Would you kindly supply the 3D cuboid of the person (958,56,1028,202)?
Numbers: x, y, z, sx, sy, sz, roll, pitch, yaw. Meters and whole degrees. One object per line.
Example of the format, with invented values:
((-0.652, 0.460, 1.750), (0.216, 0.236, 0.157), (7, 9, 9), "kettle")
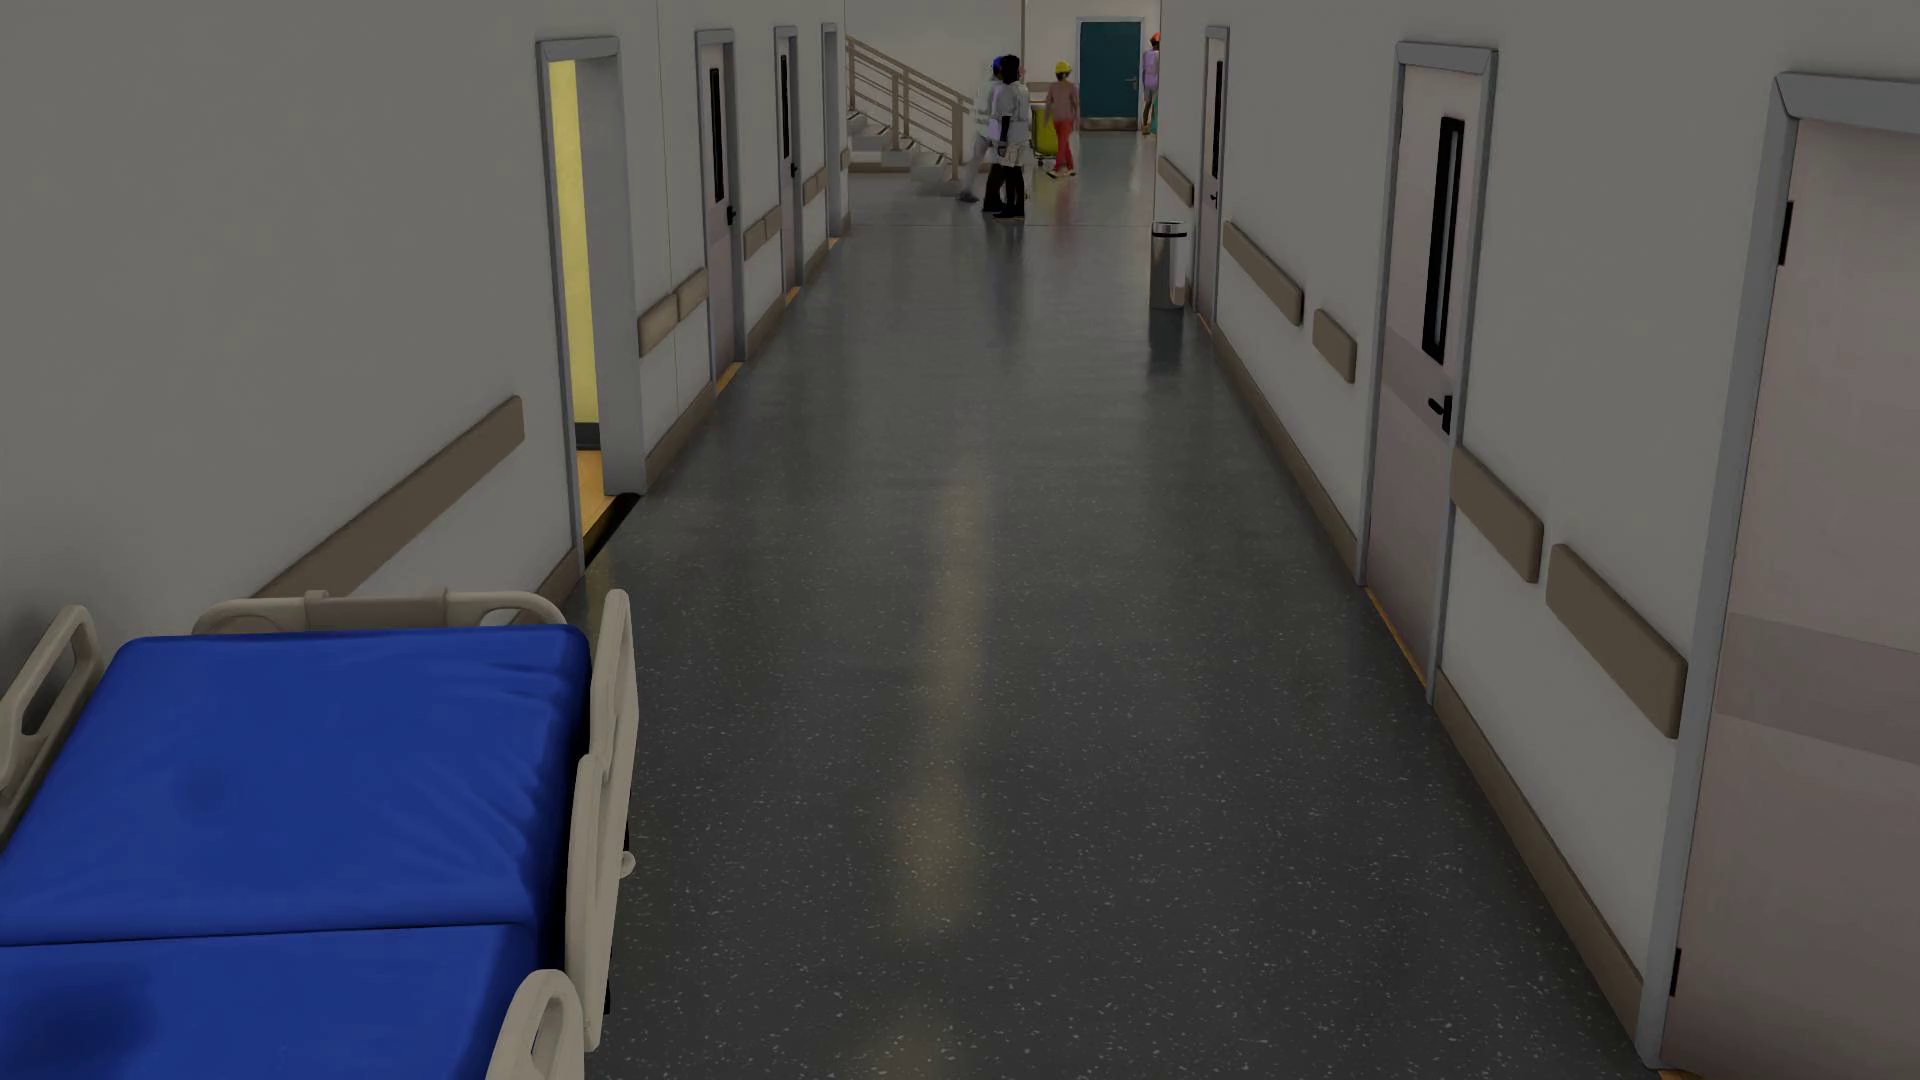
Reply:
((0.408, -5.384, 21.882), (0.943, 1.891, 0.632), (-9, 20, -25), "person")

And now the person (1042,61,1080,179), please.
((1.525, -6.343, 25.147), (0.525, 1.717, 0.920), (13, 22, 36), "person")

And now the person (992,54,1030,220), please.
((0.629, -4.862, 20.126), (0.388, 1.951, 0.616), (8, 19, 23), "person")

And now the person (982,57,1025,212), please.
((0.539, -5.077, 20.887), (0.561, 1.903, 0.552), (-2, 18, -5), "person")

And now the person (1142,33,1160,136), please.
((3.954, -9.244, 33.769), (0.410, 2.032, 0.609), (-14, 22, -36), "person")
